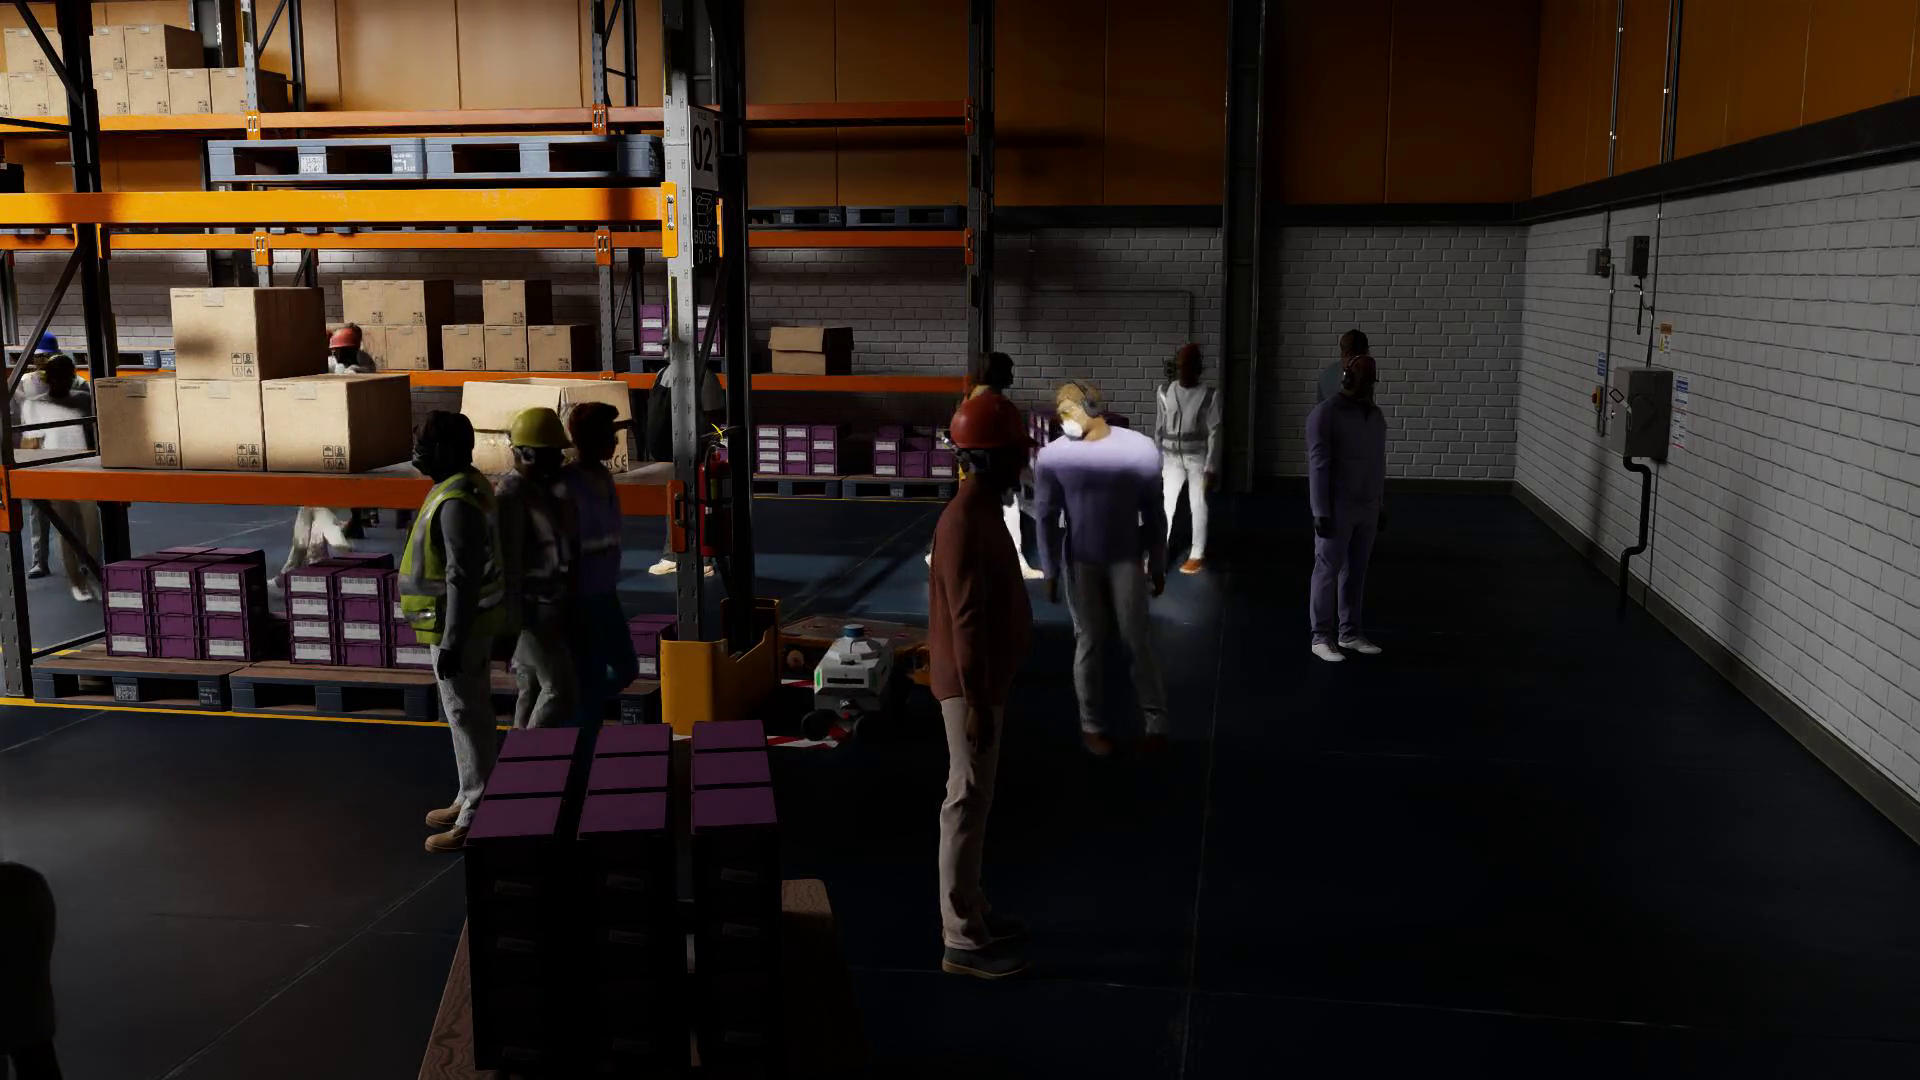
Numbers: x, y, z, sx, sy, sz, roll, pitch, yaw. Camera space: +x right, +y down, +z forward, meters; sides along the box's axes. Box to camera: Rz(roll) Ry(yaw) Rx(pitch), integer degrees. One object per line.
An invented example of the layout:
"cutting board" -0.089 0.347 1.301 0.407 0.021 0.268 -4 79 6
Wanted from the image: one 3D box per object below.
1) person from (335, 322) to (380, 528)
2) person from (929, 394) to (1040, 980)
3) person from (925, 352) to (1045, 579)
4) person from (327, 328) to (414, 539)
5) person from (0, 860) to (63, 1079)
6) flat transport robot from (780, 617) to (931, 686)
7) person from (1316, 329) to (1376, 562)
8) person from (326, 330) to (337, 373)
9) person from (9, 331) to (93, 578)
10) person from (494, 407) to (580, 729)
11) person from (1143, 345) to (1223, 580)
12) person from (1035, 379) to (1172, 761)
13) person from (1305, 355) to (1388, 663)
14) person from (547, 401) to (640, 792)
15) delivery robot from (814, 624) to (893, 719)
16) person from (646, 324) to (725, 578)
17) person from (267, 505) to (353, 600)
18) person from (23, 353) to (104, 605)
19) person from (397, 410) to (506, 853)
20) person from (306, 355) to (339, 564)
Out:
"person" -5.707 -1.081 15.709 0.372 1.940 0.630 0 9 0
"person" 0.080 0.494 5.756 0.379 1.996 0.609 1 9 3
"person" 0.180 -0.555 12.884 0.904 1.809 0.633 -1 9 -5
"person" -5.355 -0.949 14.980 0.639 1.917 0.544 -1 9 -9
"person" -1.543 1.098 2.429 0.509 1.863 0.317 -6 11 -33
"flat transport robot" -0.558 0.652 10.112 1.431 0.197 0.652 5 10 27
"person" 3.221 -0.781 13.857 0.375 1.936 0.627 -5 10 -28
"person" -6.404 -1.237 17.035 1.006 1.839 0.591 5 11 30
"person" -7.188 -0.677 13.170 0.605 1.948 0.386 -4 10 -21
"person" -1.896 0.308 7.487 0.433 1.816 0.595 -1 9 -3
"person" 1.735 -0.591 12.982 0.594 1.830 1.005 5 10 29
"person" 0.712 0.143 8.304 0.691 1.885 0.406 1 9 7
"person" 2.441 -0.201 10.369 0.639 1.902 0.407 -7 11 -37
"person" -1.728 0.272 7.664 0.456 1.829 0.567 1 9 8
"delivery robot" -0.553 0.686 8.735 0.477 0.478 0.707 1 9 4
"person" -2.198 -0.707 13.071 0.680 2.000 0.536 8 12 39
"person" -4.726 -0.424 11.993 0.971 1.817 0.526 1 9 5
"person" -6.396 -0.431 11.992 0.546 1.829 0.667 -8 12 -41
"person" -2.121 0.375 6.971 0.430 1.845 0.619 -2 9 -14
"person" -5.021 -0.637 12.932 0.603 1.954 0.952 -8 12 -41
